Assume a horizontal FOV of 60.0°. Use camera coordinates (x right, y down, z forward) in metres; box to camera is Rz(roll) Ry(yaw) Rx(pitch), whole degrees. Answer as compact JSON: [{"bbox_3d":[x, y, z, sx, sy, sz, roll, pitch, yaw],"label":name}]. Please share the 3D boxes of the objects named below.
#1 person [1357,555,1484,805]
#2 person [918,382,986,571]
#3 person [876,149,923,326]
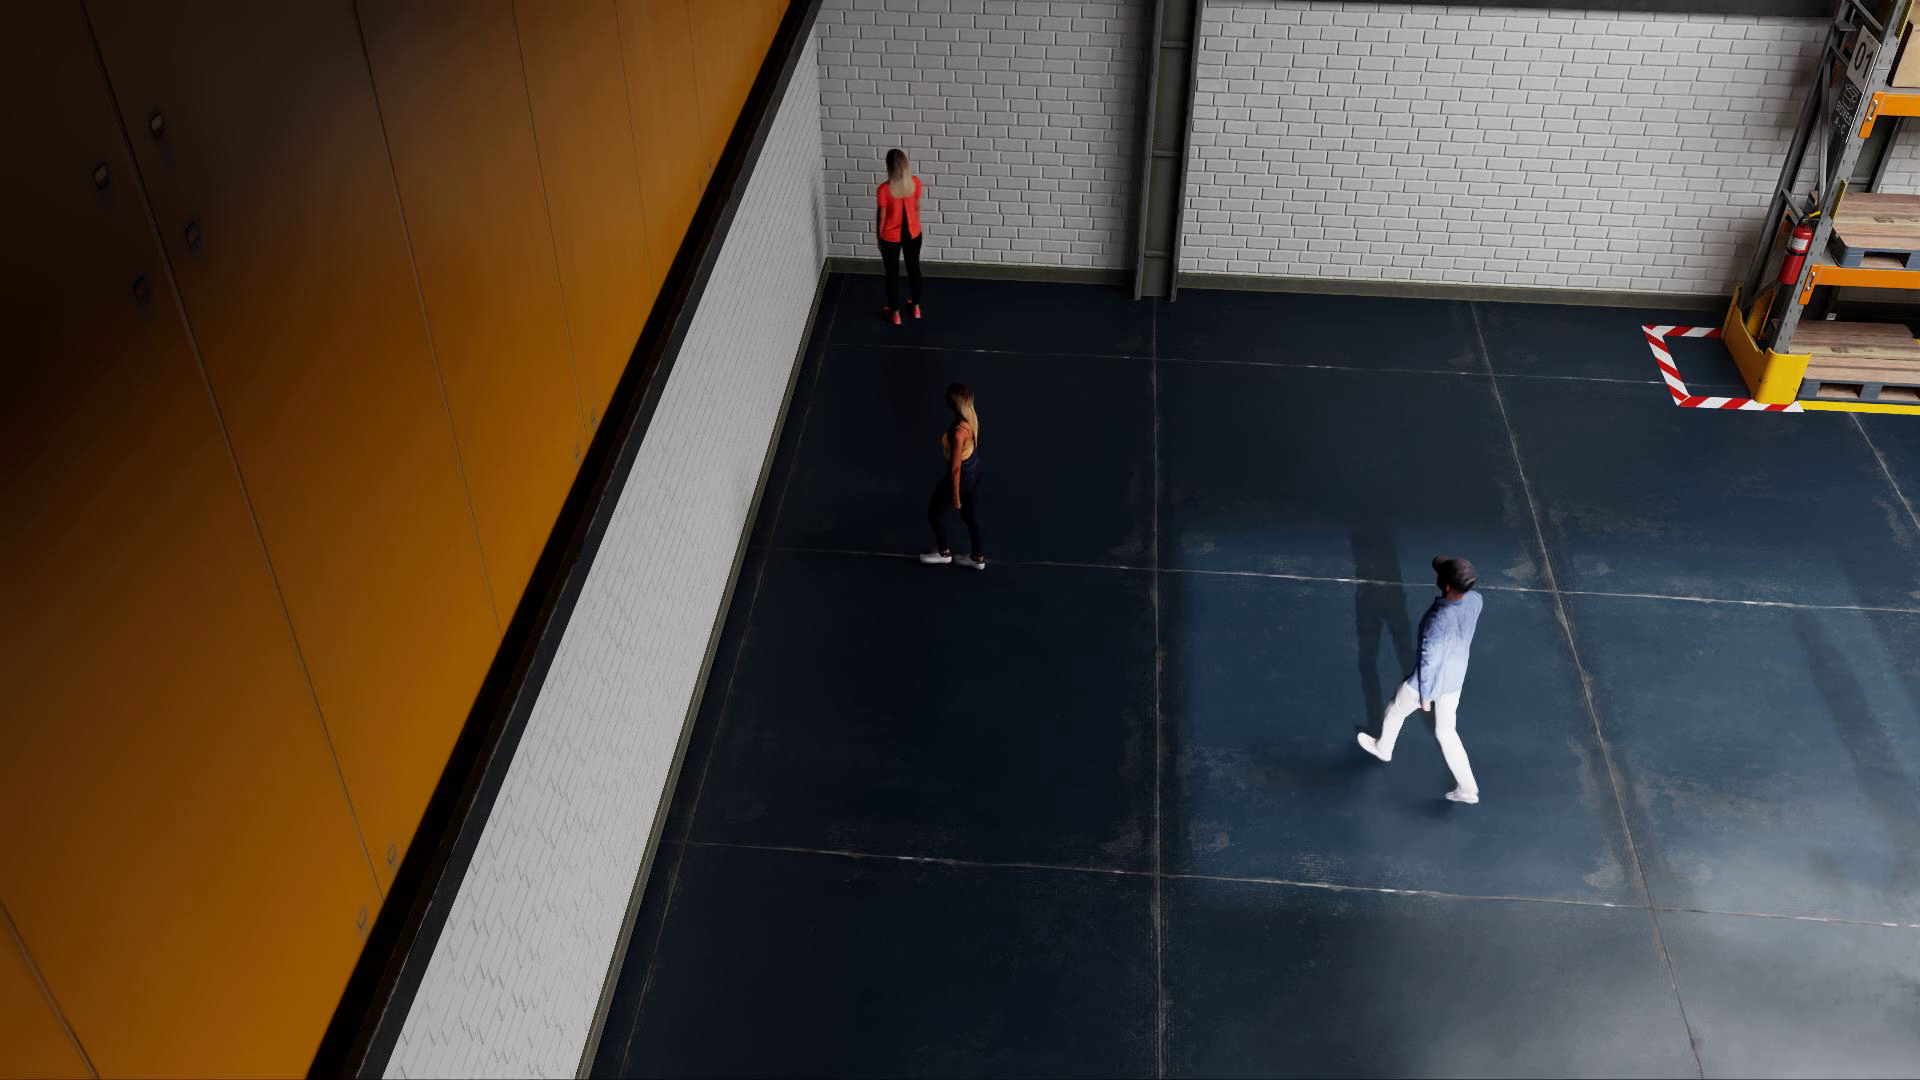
[{"bbox_3d":[3.042,0.892,10.385,1.178,1.860,1.124,-19,42,-22],"label":"person"},{"bbox_3d":[0.093,-0.432,12.242,0.797,1.612,0.686,12,40,15],"label":"person"},{"bbox_3d":[-0.530,-2.749,15.076,0.637,1.695,0.738,-15,41,-18],"label":"person"}]
